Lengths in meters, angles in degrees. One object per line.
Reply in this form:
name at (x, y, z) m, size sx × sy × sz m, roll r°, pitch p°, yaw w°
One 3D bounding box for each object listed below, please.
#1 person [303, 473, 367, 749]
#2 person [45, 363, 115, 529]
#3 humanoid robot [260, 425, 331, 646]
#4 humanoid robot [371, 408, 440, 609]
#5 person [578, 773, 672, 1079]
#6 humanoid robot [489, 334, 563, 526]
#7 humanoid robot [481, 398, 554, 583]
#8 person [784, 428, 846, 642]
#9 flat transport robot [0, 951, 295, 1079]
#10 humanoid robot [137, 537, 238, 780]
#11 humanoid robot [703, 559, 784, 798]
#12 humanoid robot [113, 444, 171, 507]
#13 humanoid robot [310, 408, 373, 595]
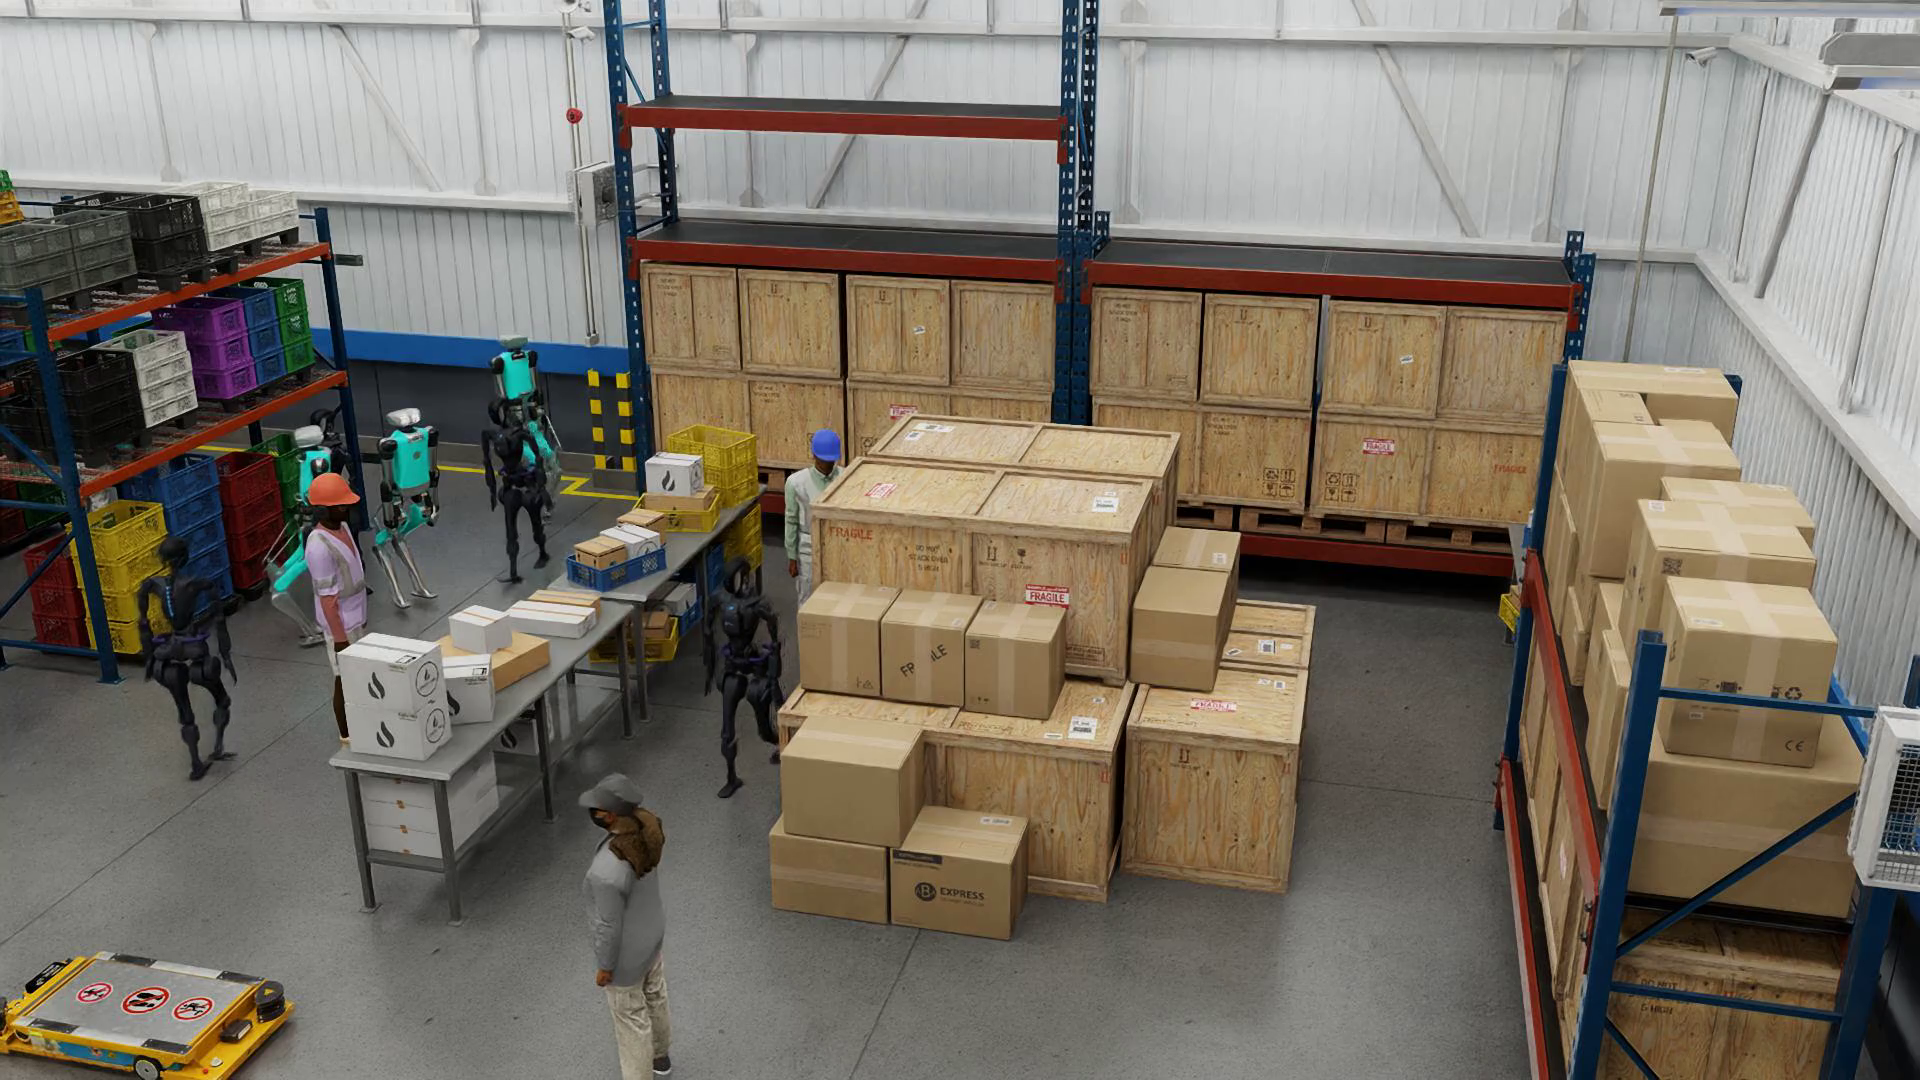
person at (-4.128, 0.521, 11.201) m, size 0.368 × 2.044 × 0.607 m, roll -3°, pitch 21°, yaw -8°
person at (-7.592, -0.641, 14.465) m, size 0.573 × 1.882 × 0.356 m, roll 7°, pitch 22°, yaw 17°
humanoid robot at (-5.187, -0.004, 12.921) m, size 0.724 × 1.743 × 0.530 m, roll -11°, pitch 24°, yaw -27°
humanoid robot at (-4.609, -0.294, 13.628) m, size 0.746 × 1.695 × 0.536 m, roll 15°, pitch 25°, yaw 33°
person at (-1.571, 1.908, 7.950) m, size 0.397 × 1.769 × 0.570 m, roll 4°, pitch 21°, yaw 10°
humanoid robot at (-3.962, -1.018, 15.681) m, size 0.835 × 1.795 × 0.598 m, roll 12°, pitch 24°, yaw 28°
humanoid robot at (-3.786, -0.442, 14.296) m, size 0.615 × 1.622 × 0.749 m, roll 5°, pitch 22°, yaw 13°
person at (-1.012, 0.089, 12.465) m, size 0.603 × 1.946 × 0.394 m, roll -8°, pitch 22°, yaw -20°
flat transport robot at (-4.270, 2.464, 8.601) m, size 1.431 × 0.231 × 0.659 m, roll 5°, pitch 22°, yaw 13°
humanoid robot at (-5.129, 0.780, 11.026) m, size 0.608 × 1.655 × 0.351 m, roll -1°, pitch 21°, yaw -3°
humanoid robot at (-1.380, 0.842, 10.916) m, size 0.611 × 1.632 × 0.680 m, roll 9°, pitch 23°, yaw 22°
humanoid robot at (-7.049, -0.608, 14.653) m, size 0.825 × 1.802 × 0.550 m, roll -20°, pitch 28°, yaw -41°
humanoid robot at (-5.181, -0.296, 13.823) m, size 0.599 × 1.659 × 0.315 m, roll 12°, pitch 24°, yaw 28°
